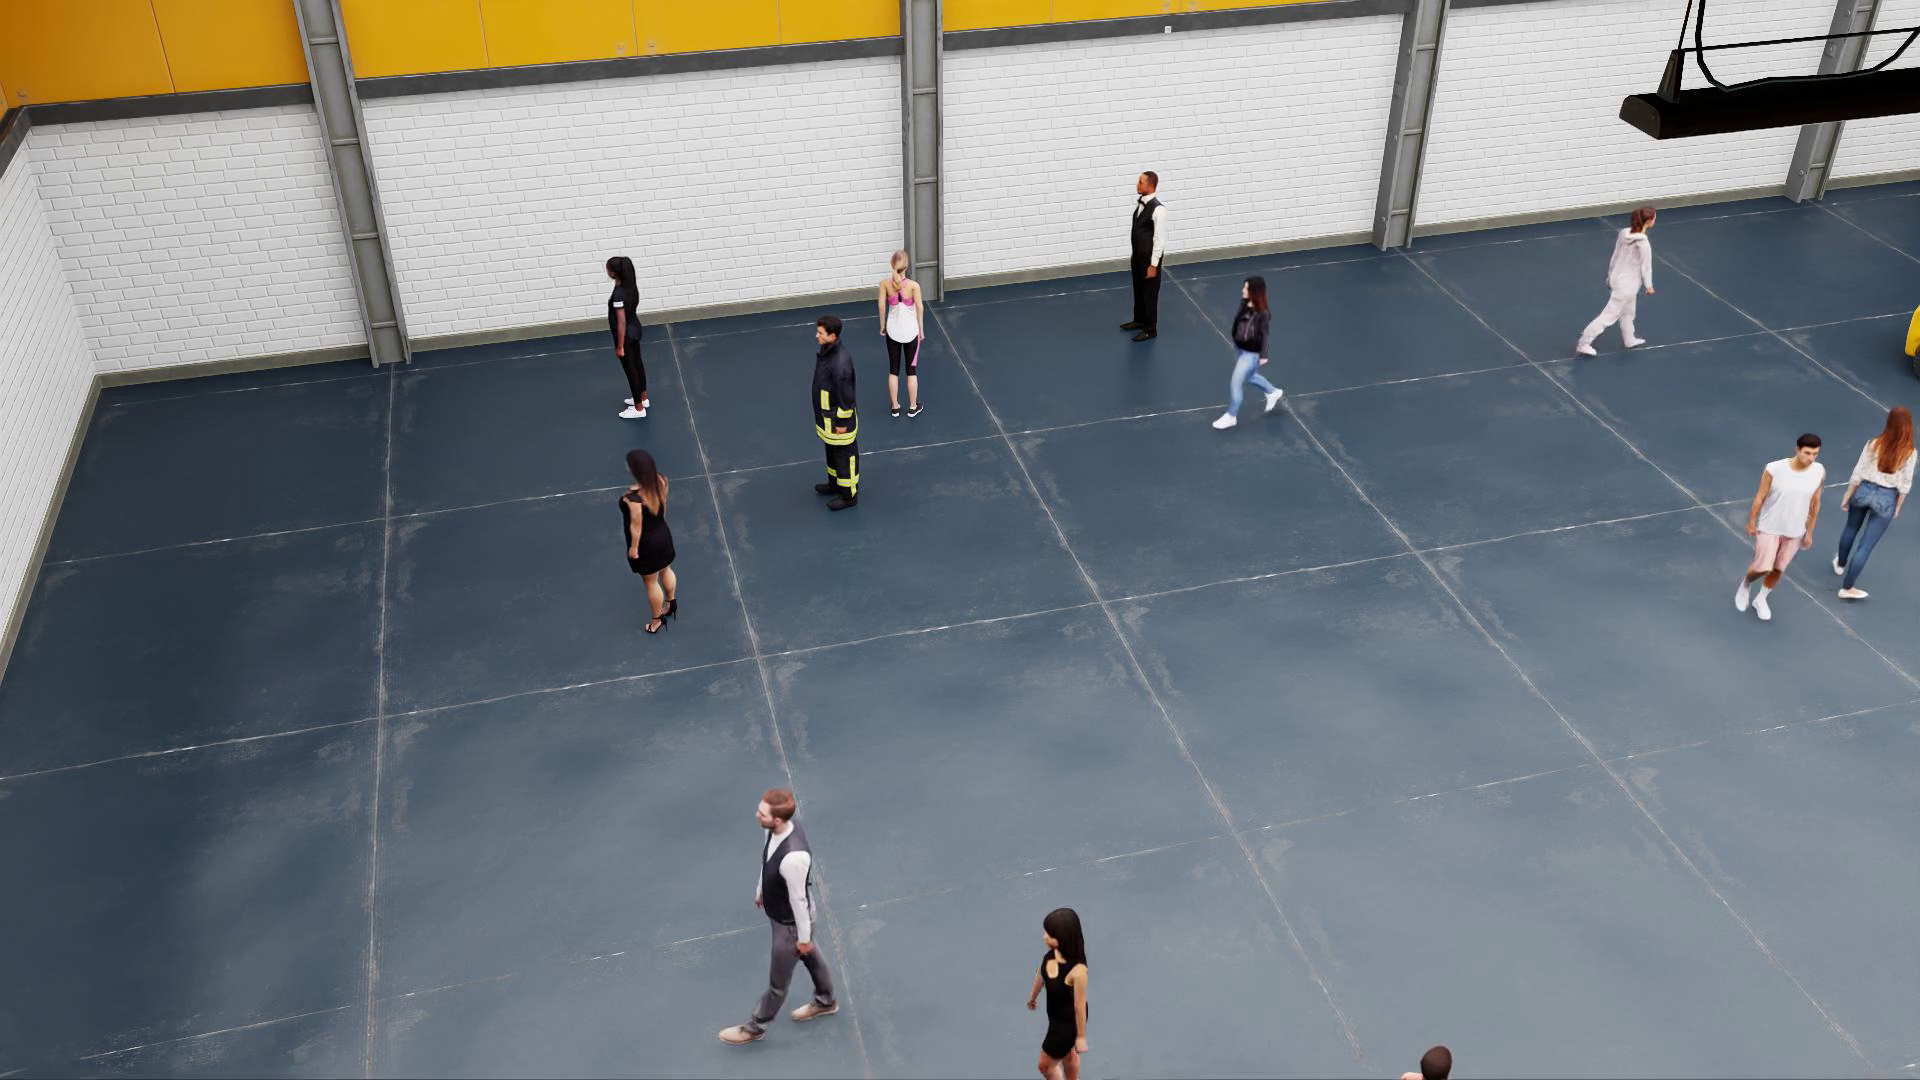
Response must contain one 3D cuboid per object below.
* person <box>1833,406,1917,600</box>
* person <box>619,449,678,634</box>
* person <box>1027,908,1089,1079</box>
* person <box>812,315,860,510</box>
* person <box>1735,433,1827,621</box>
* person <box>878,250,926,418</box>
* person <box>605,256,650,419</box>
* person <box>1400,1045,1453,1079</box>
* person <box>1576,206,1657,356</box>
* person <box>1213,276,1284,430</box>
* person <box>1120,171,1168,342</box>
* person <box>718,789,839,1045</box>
[{"bbox_3d":[7.758,-0.300,14.125,0.970,1.703,0.864,-29,43,-36],"label":"person"},{"bbox_3d":[-2.534,0.002,13.657,0.788,1.718,0.753,12,36,18],"label":"person"},{"bbox_3d":[0.680,2.731,9.625,0.593,1.637,0.631,-13,36,-18],"label":"person"},{"bbox_3d":[-1.126,-1.195,15.269,0.705,1.928,0.815,-13,36,-19],"label":"person"},{"bbox_3d":[6.827,-0.160,13.852,0.736,1.772,0.822,4,34,5],"label":"person"},{"bbox_3d":[-0.584,-2.067,16.708,0.606,1.787,0.740,6,34,9],"label":"person"},{"bbox_3d":[-3.344,-2.057,16.733,0.692,1.743,0.691,4,34,6],"label":"person"},{"bbox_3d":[2.529,3.252,9.136,0.559,1.310,0.617,19,38,26],"label":"person"},{"bbox_3d":[7.049,-2.737,17.841,1.112,1.648,0.715,-4,34,-7],"label":"person"},{"bbox_3d":[2.949,-1.883,16.596,1.069,1.604,0.710,-11,35,-16],"label":"person"},{"bbox_3d":[2.043,-3.114,18.165,0.593,1.917,0.712,-11,35,-17],"label":"person"},{"bbox_3d":[-0.945,2.244,10.100,0.982,1.922,0.669,-9,35,-13],"label":"person"}]
